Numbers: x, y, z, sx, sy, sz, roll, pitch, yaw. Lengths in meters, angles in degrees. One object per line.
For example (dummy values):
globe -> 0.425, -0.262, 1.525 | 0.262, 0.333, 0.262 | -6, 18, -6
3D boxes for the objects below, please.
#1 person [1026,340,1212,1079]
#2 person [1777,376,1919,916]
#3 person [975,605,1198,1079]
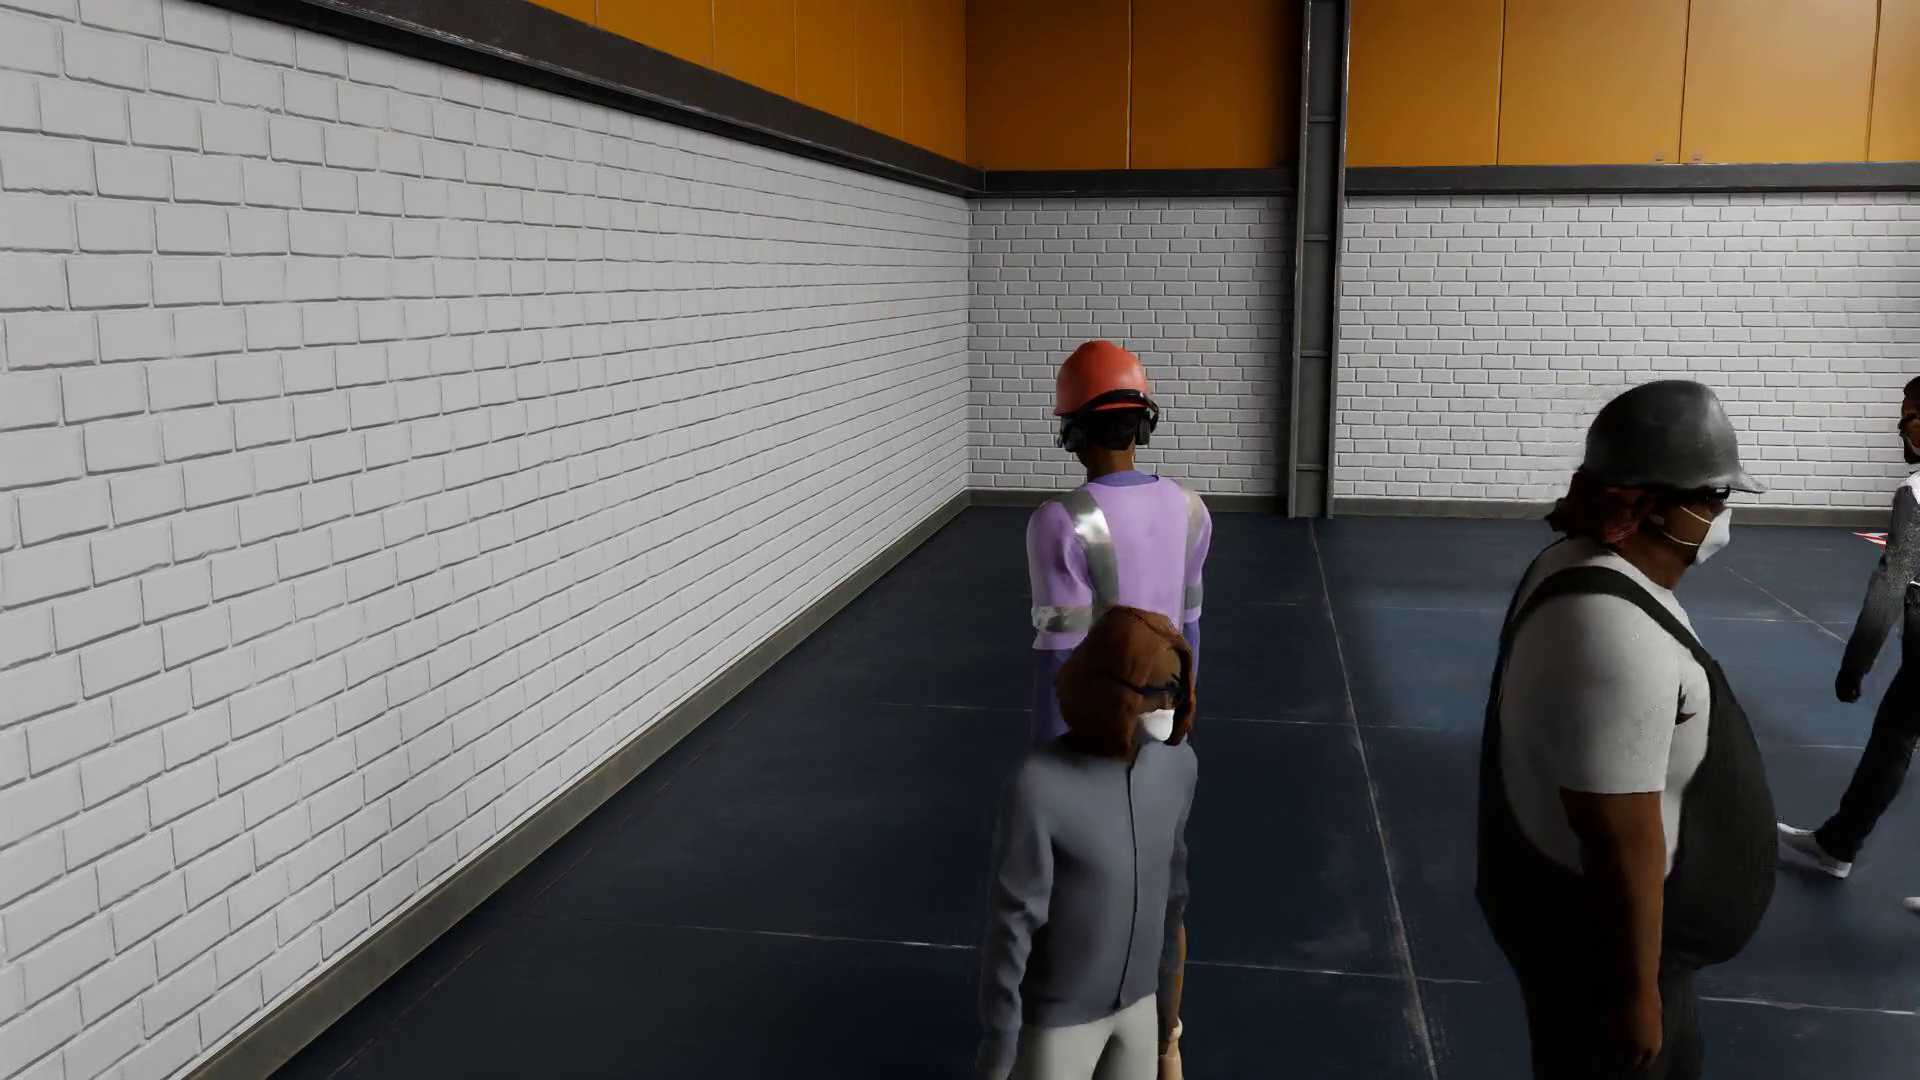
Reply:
person -> 0.373, 0.505, 4.350 | 0.615, 2.039, 0.387 | -8, 12, -42
person -> 3.241, 0.355, 5.763 | 0.629, 1.876, 0.926 | -7, 12, -38
person -> 0.198, 0.894, 3.264 | 0.507, 1.610, 0.573 | -8, 12, -39
